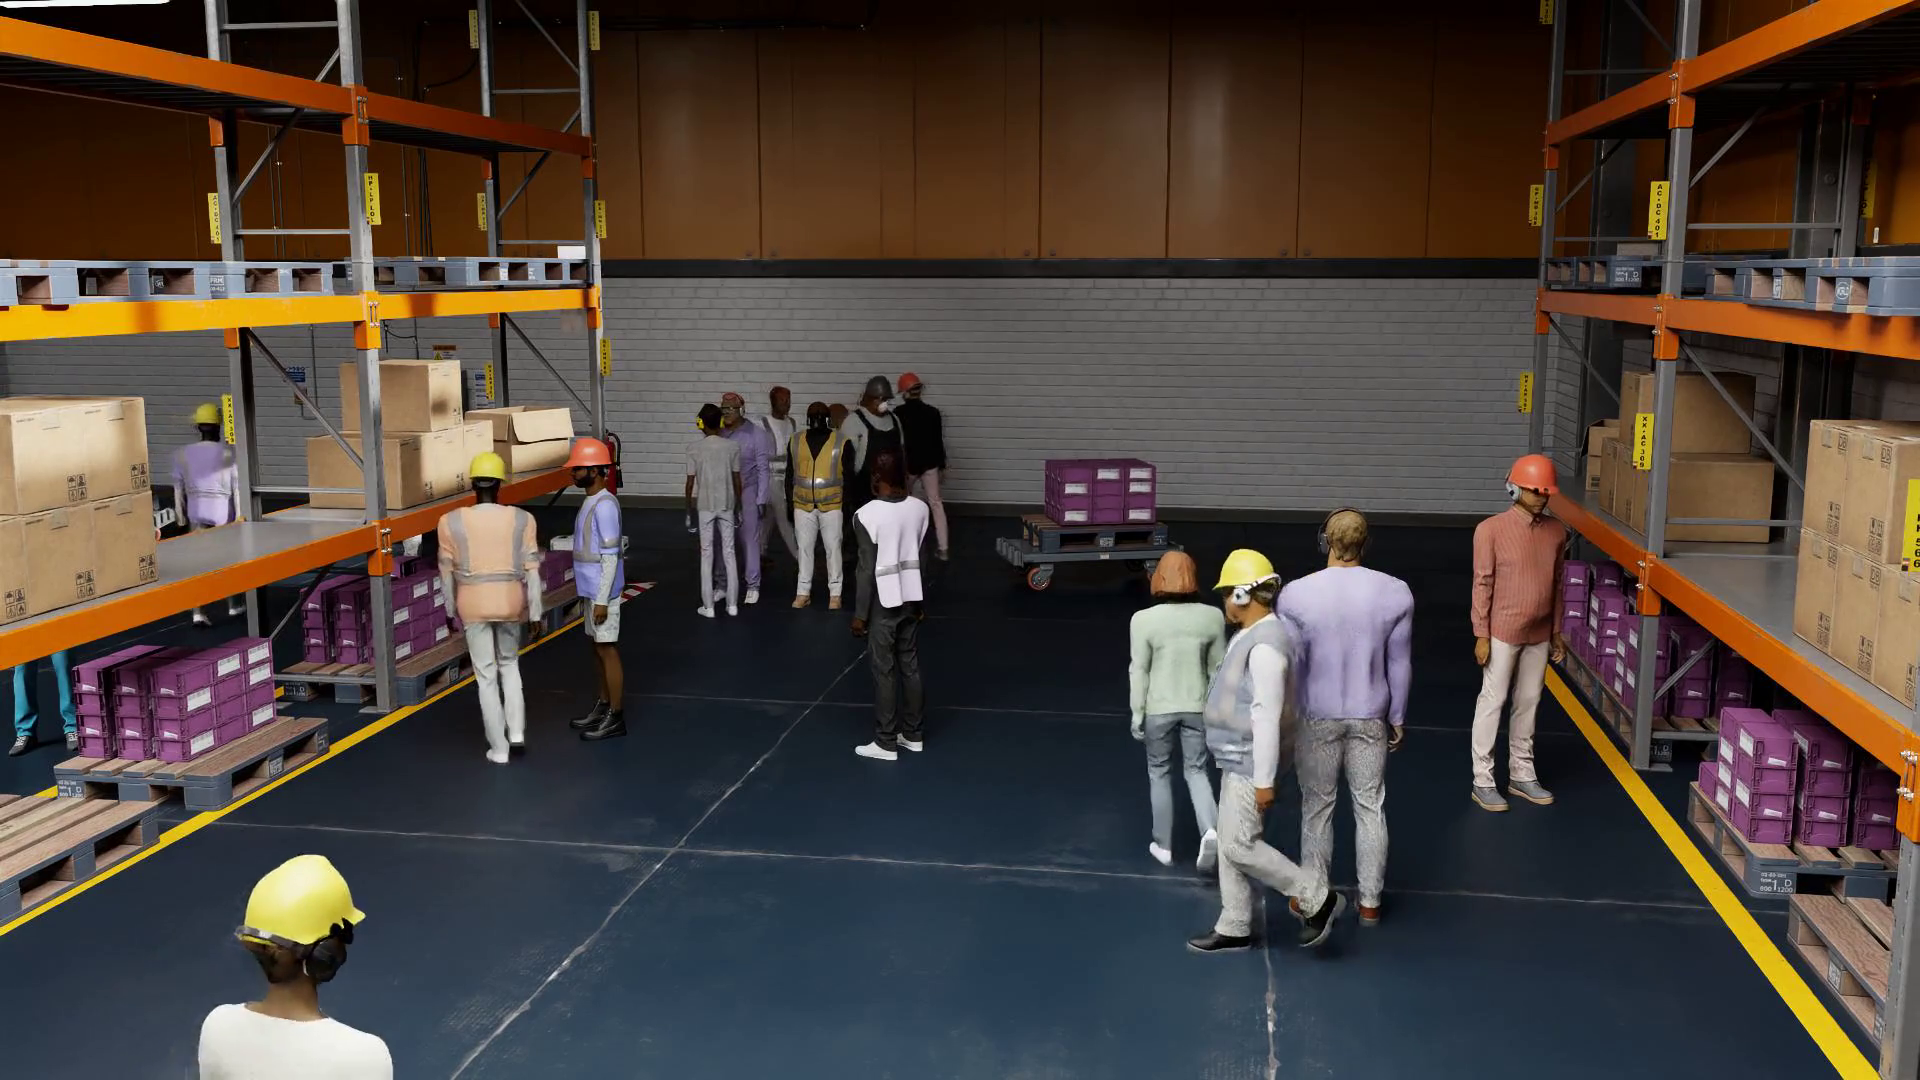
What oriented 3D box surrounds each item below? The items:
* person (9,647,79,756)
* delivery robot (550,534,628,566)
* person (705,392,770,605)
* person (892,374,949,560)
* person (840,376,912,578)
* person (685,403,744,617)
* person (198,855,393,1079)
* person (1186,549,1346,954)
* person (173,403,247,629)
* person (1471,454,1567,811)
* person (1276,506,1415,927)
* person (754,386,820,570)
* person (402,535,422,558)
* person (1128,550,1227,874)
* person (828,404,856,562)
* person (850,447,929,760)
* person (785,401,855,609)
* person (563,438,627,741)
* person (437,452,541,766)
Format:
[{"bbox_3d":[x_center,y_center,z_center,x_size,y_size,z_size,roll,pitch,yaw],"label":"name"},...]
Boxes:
[{"bbox_3d":[-5.722,0.404,10.343,0.568,1.848,0.383,-3,10,-20],"label":"person"},{"bbox_3d":[-3.570,0.078,16.046,0.707,0.478,0.477,0,9,1],"label":"delivery robot"},{"bbox_3d":[-2.032,-0.373,14.960,0.647,1.908,0.409,3,10,16],"label":"person"},{"bbox_3d":[-0.475,-0.773,17.439,0.630,1.901,1.048,-5,11,-30],"label":"person"},{"bbox_3d":[-0.771,-0.561,15.707,0.537,2.000,0.700,8,12,42],"label":"person"},{"bbox_3d":[-2.126,-0.253,14.386,0.514,1.858,0.357,-3,10,-17],"label":"person"},{"bbox_3d":[-1.436,1.550,3.569,0.536,1.746,0.594,4,10,25],"label":"person"},{"bbox_3d":[1.328,0.938,7.221,0.576,1.796,0.597,1,9,4],"label":"person"},{"bbox_3d":[-6.330,-0.212,14.062,0.598,1.886,0.966,-1,9,-8],"label":"person"},{"bbox_3d":[3.119,0.507,9.270,0.609,1.992,0.383,-4,10,-22],"label":"person"},{"bbox_3d":[1.731,0.810,7.566,0.627,1.940,0.370,0,9,0],"label":"person"},{"bbox_3d":[-1.747,-0.601,16.588,0.976,1.829,0.603,6,11,34],"label":"person"},{"bbox_3d":[-5.477,-0.559,16.310,0.429,1.841,0.633,-4,10,-22],"label":"person"},{"bbox_3d":[1.098,0.864,8.218,0.510,1.612,0.606,-2,9,-9],"label":"person"},{"bbox_3d":[-1.236,-0.591,17.146,0.278,1.631,0.507,-2,9,-12],"label":"person"},{"bbox_3d":[-0.416,0.391,10.213,0.373,1.916,0.596,8,12,41],"label":"person"},{"bbox_3d":[-1.251,-0.304,14.733,0.626,1.846,0.429,1,9,8],"label":"person"},{"bbox_3d":[-2.333,0.311,10.649,0.355,1.939,0.544,-4,10,-23],"label":"person"},{"bbox_3d":[-2.860,0.418,10.112,0.578,1.898,0.520,-5,10,-26],"label":"person"}]
